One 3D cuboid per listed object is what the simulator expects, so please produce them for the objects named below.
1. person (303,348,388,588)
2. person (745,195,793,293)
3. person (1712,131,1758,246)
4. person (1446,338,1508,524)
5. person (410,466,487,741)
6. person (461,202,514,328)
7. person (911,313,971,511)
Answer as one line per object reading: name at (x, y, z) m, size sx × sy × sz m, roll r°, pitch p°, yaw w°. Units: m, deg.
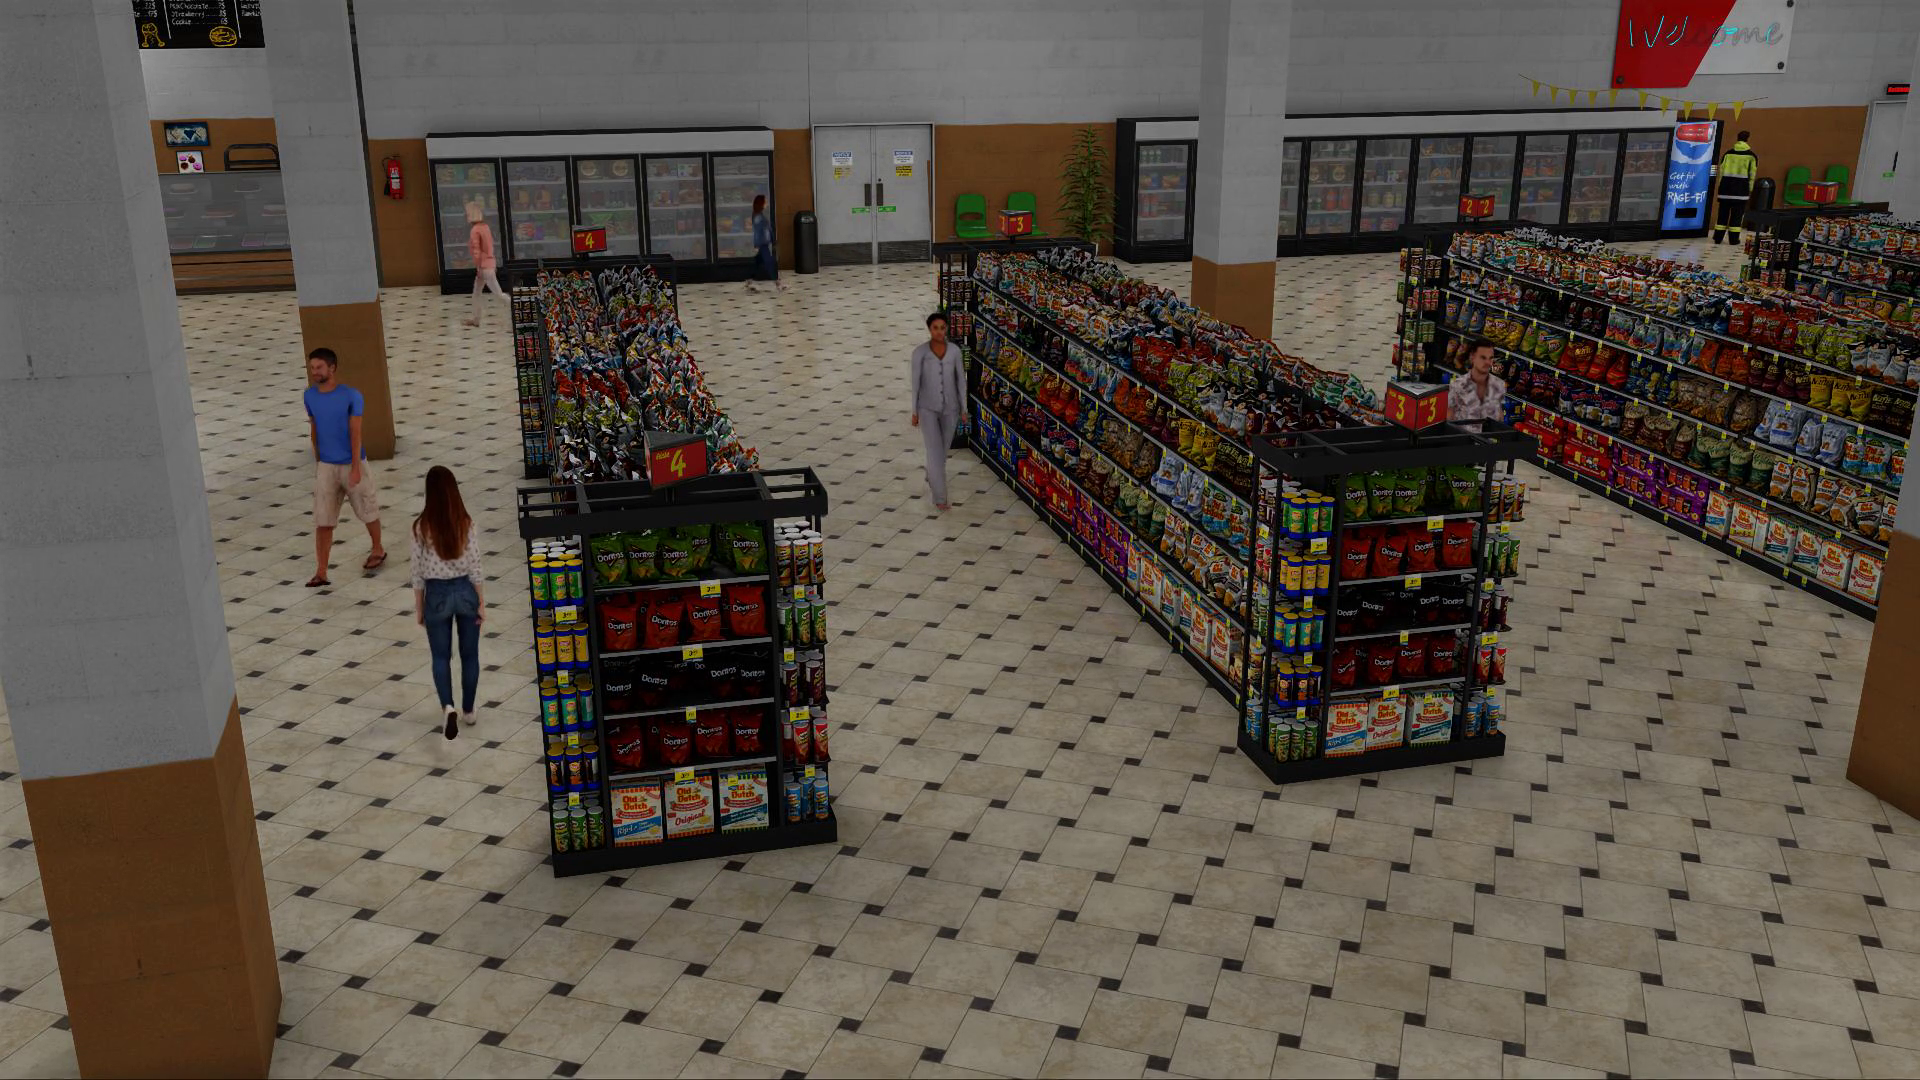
person at (-4.769, -0.588, 12.977) m, size 0.906 × 1.814 × 1.286 m, roll 1°, pitch 19°, yaw 4°
person at (-3.024, -4.396, 24.847) m, size 0.884 × 1.446 × 0.988 m, roll 2°, pitch 19°, yaw 7°
person at (13.775, -6.276, 29.584) m, size 0.831 × 1.981 × 0.919 m, roll 13°, pitch 23°, yaw 34°
person at (4.111, -0.759, 13.507) m, size 0.771 × 1.799 × 1.000 m, roll -2°, pitch 19°, yaw -6°
person at (-3.103, 0.411, 10.173) m, size 0.598 × 1.711 × 0.952 m, roll -6°, pitch 19°, yaw -16°
person at (-6.243, -3.622, 22.197) m, size 0.935 × 1.672 × 1.199 m, roll 1°, pitch 19°, yaw 2°
person at (-0.212, -1.181, 14.914) m, size 0.641 × 1.699 × 1.100 m, roll -5°, pitch 19°, yaw -14°
